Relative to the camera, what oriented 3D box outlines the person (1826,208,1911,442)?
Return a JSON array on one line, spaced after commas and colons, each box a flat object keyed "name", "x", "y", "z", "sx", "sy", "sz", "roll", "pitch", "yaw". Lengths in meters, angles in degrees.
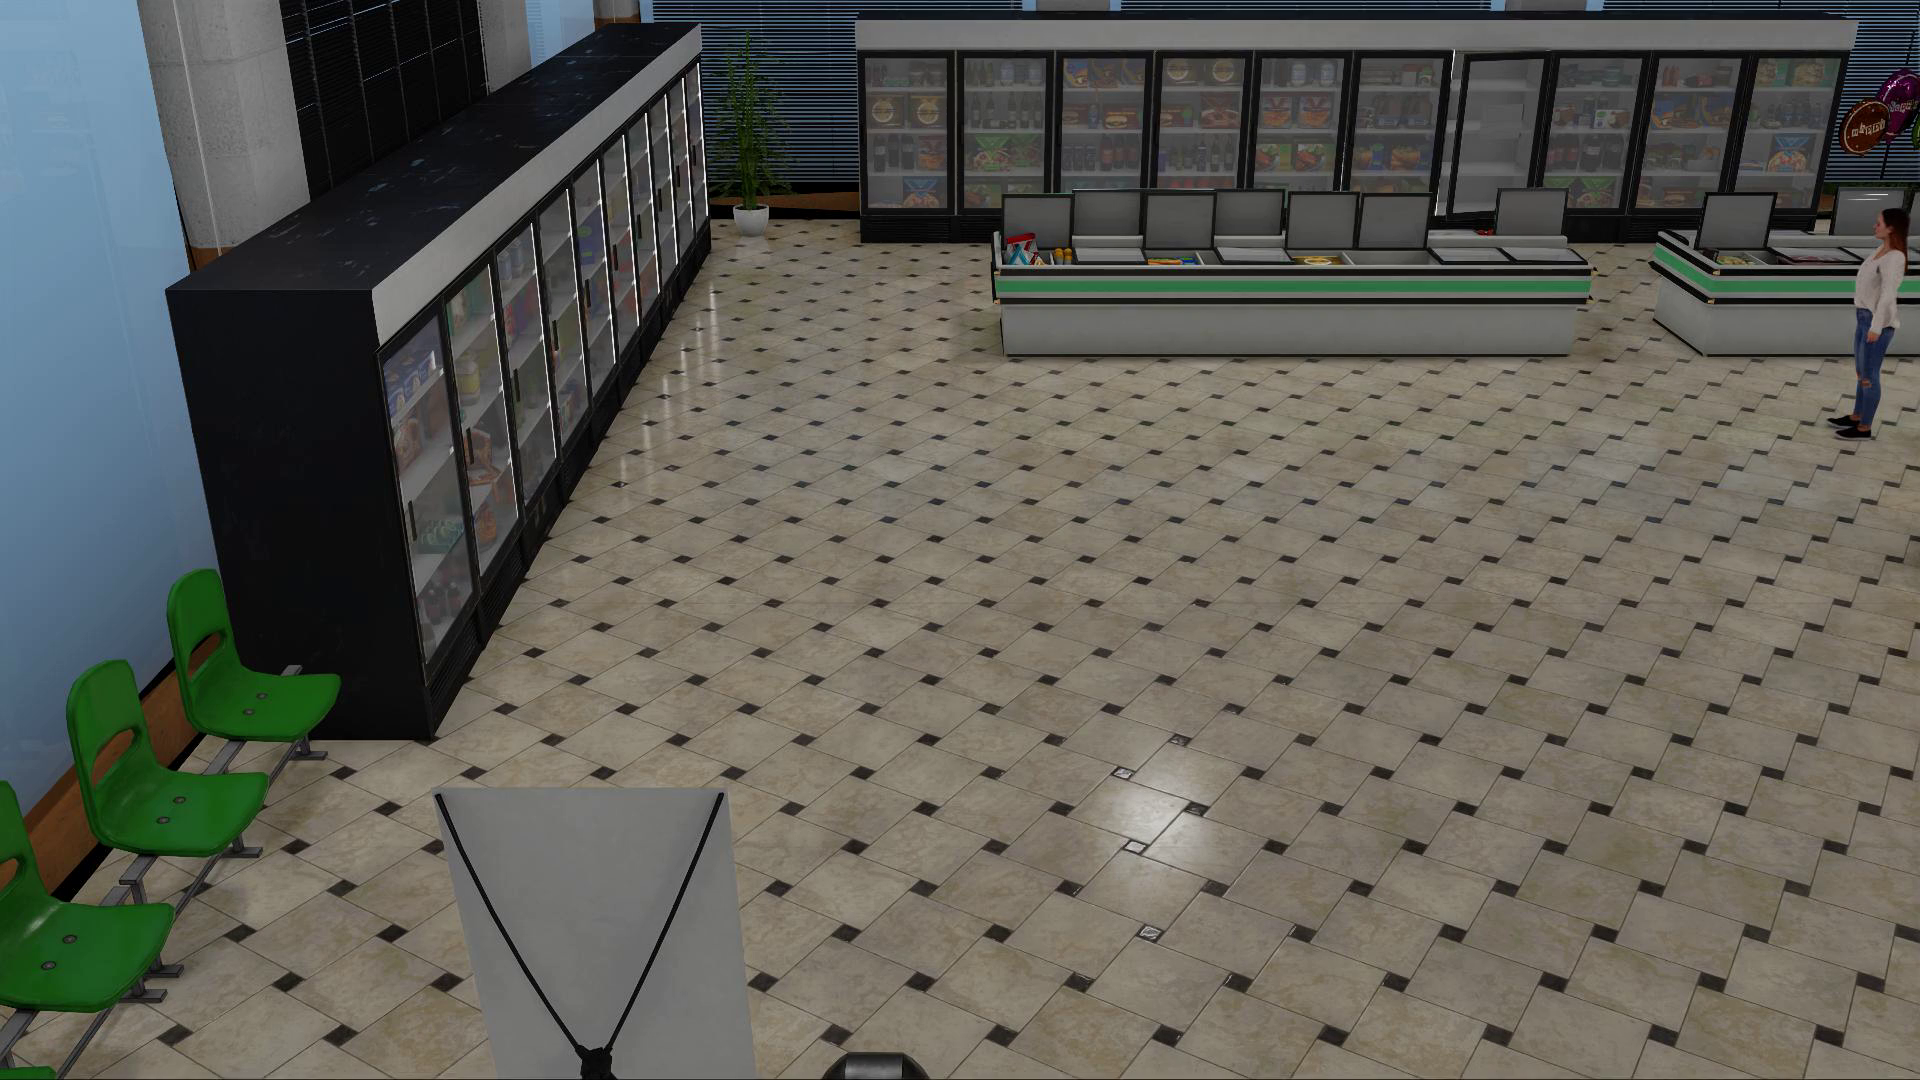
[{"name": "person", "x": 6.605, "y": -1.555, "z": 12.007, "sx": 0.654, "sy": 1.692, "sz": 0.685, "roll": 7, "pitch": 25, "yaw": 16}]
